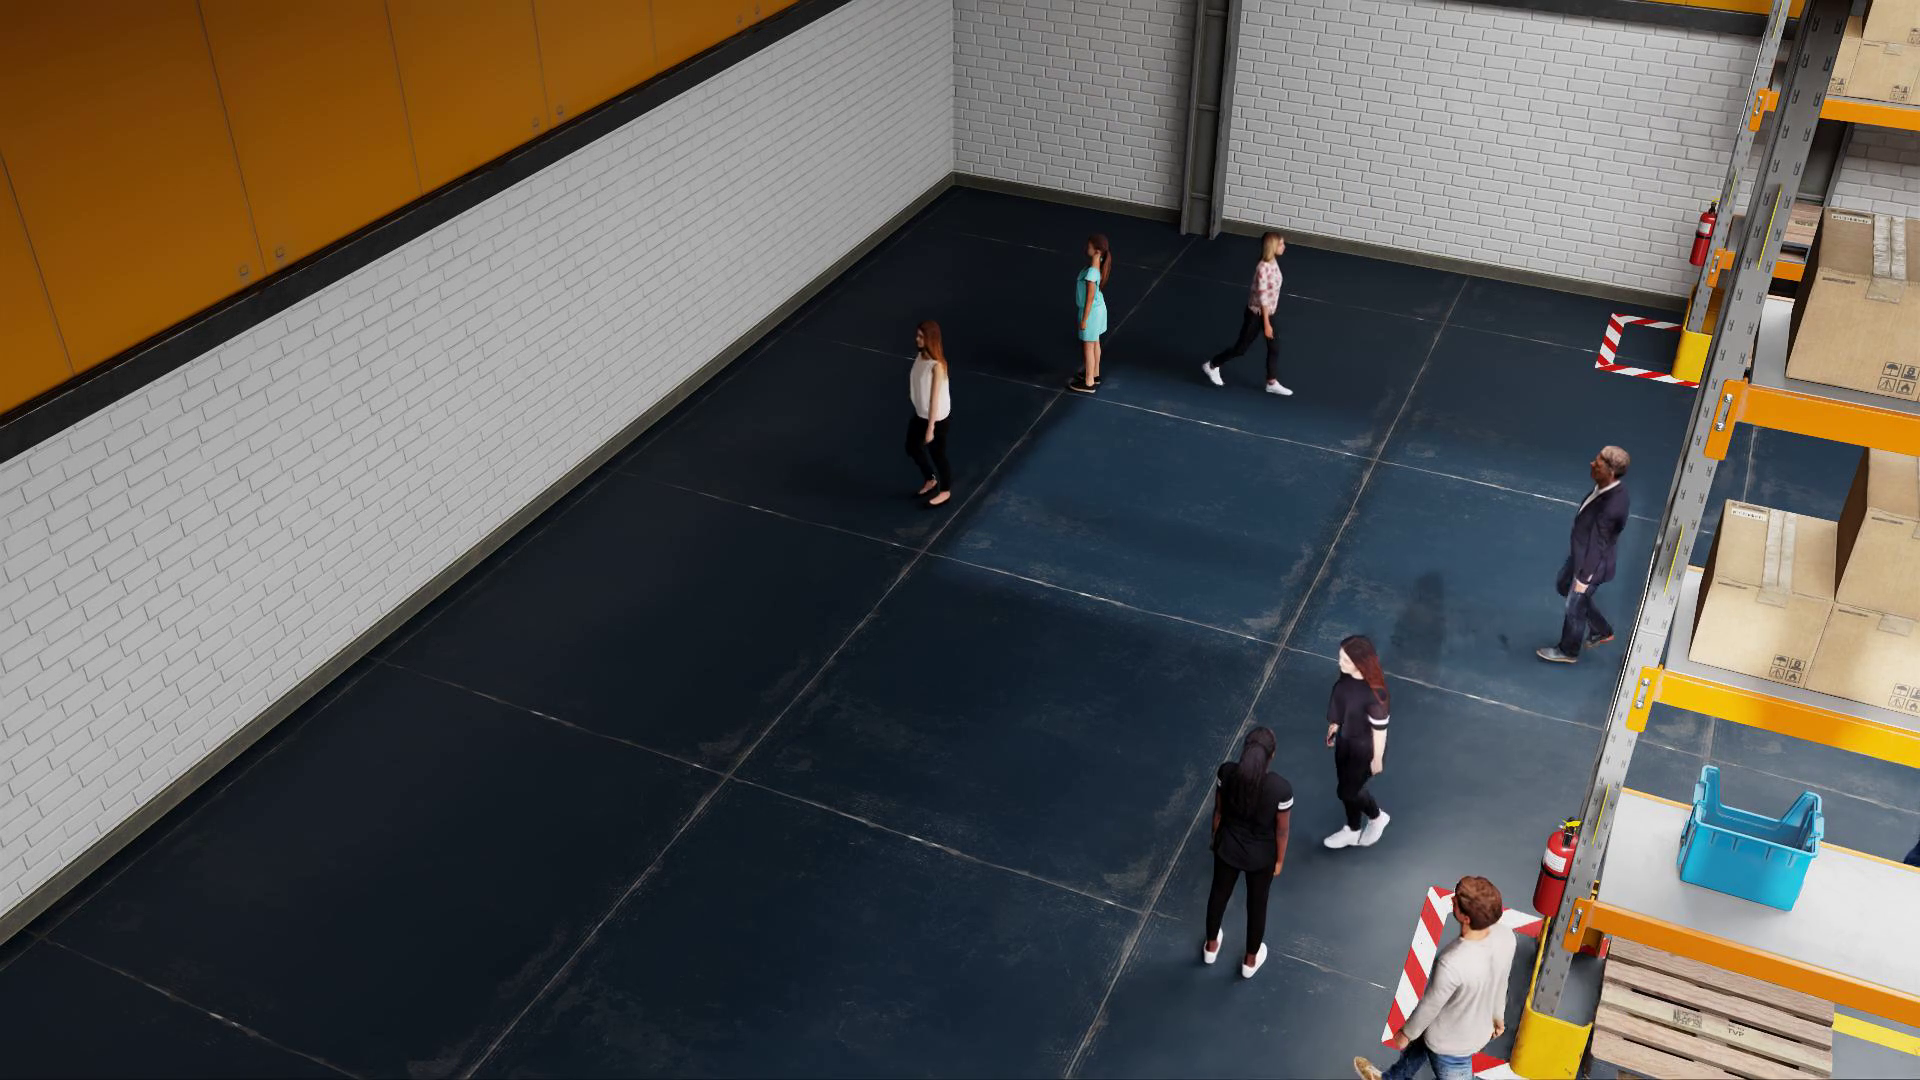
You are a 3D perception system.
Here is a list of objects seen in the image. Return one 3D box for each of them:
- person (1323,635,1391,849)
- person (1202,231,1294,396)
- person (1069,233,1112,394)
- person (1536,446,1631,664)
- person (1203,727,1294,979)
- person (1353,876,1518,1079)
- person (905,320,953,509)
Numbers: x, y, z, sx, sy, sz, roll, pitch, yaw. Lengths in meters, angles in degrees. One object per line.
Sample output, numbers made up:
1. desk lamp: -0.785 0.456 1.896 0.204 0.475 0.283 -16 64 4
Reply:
1. person: 2.540 1.248 10.325 0.870 1.615 0.810 -12 35 -17
2. person: 2.689 -2.078 15.342 1.091 1.601 0.613 18 38 25
3. person: 1.222 -2.120 15.444 0.541 1.558 0.547 13 36 18
4. person: 4.570 0.135 11.824 0.746 1.809 0.723 12 36 18
5. person: 1.626 1.762 9.450 0.472 1.728 0.657 16 37 23
6. person: 2.521 2.499 8.233 1.005 1.847 1.306 -24 41 -32
7. person: -0.157 -1.037 13.678 0.759 1.709 0.679 -18 38 -25
